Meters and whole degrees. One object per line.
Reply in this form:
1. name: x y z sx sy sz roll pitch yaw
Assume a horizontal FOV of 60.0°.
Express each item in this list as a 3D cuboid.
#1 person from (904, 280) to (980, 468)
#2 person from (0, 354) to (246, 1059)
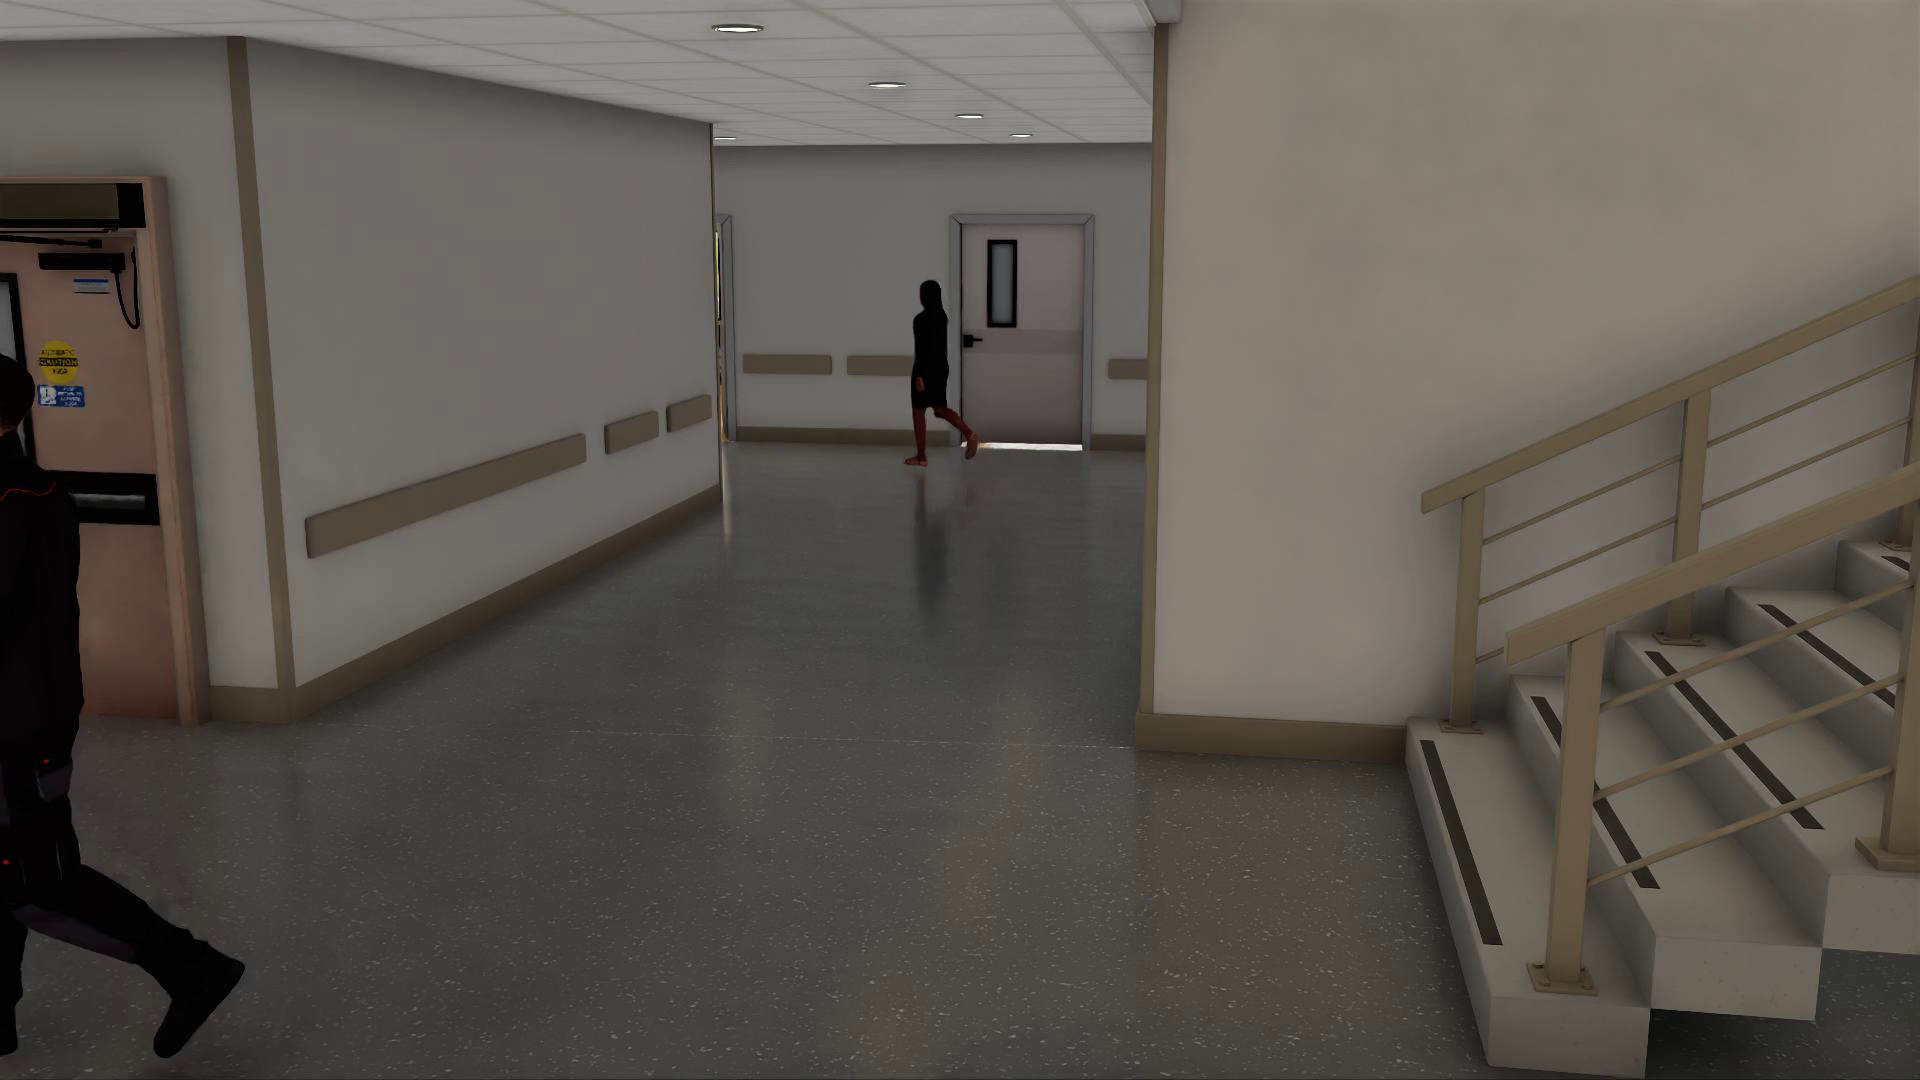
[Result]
1. person: -0.187 -1.472 15.058 1.134 1.696 0.919 7 13 34
2. person: -2.357 0.476 4.285 1.259 1.885 1.024 -3 11 -16
